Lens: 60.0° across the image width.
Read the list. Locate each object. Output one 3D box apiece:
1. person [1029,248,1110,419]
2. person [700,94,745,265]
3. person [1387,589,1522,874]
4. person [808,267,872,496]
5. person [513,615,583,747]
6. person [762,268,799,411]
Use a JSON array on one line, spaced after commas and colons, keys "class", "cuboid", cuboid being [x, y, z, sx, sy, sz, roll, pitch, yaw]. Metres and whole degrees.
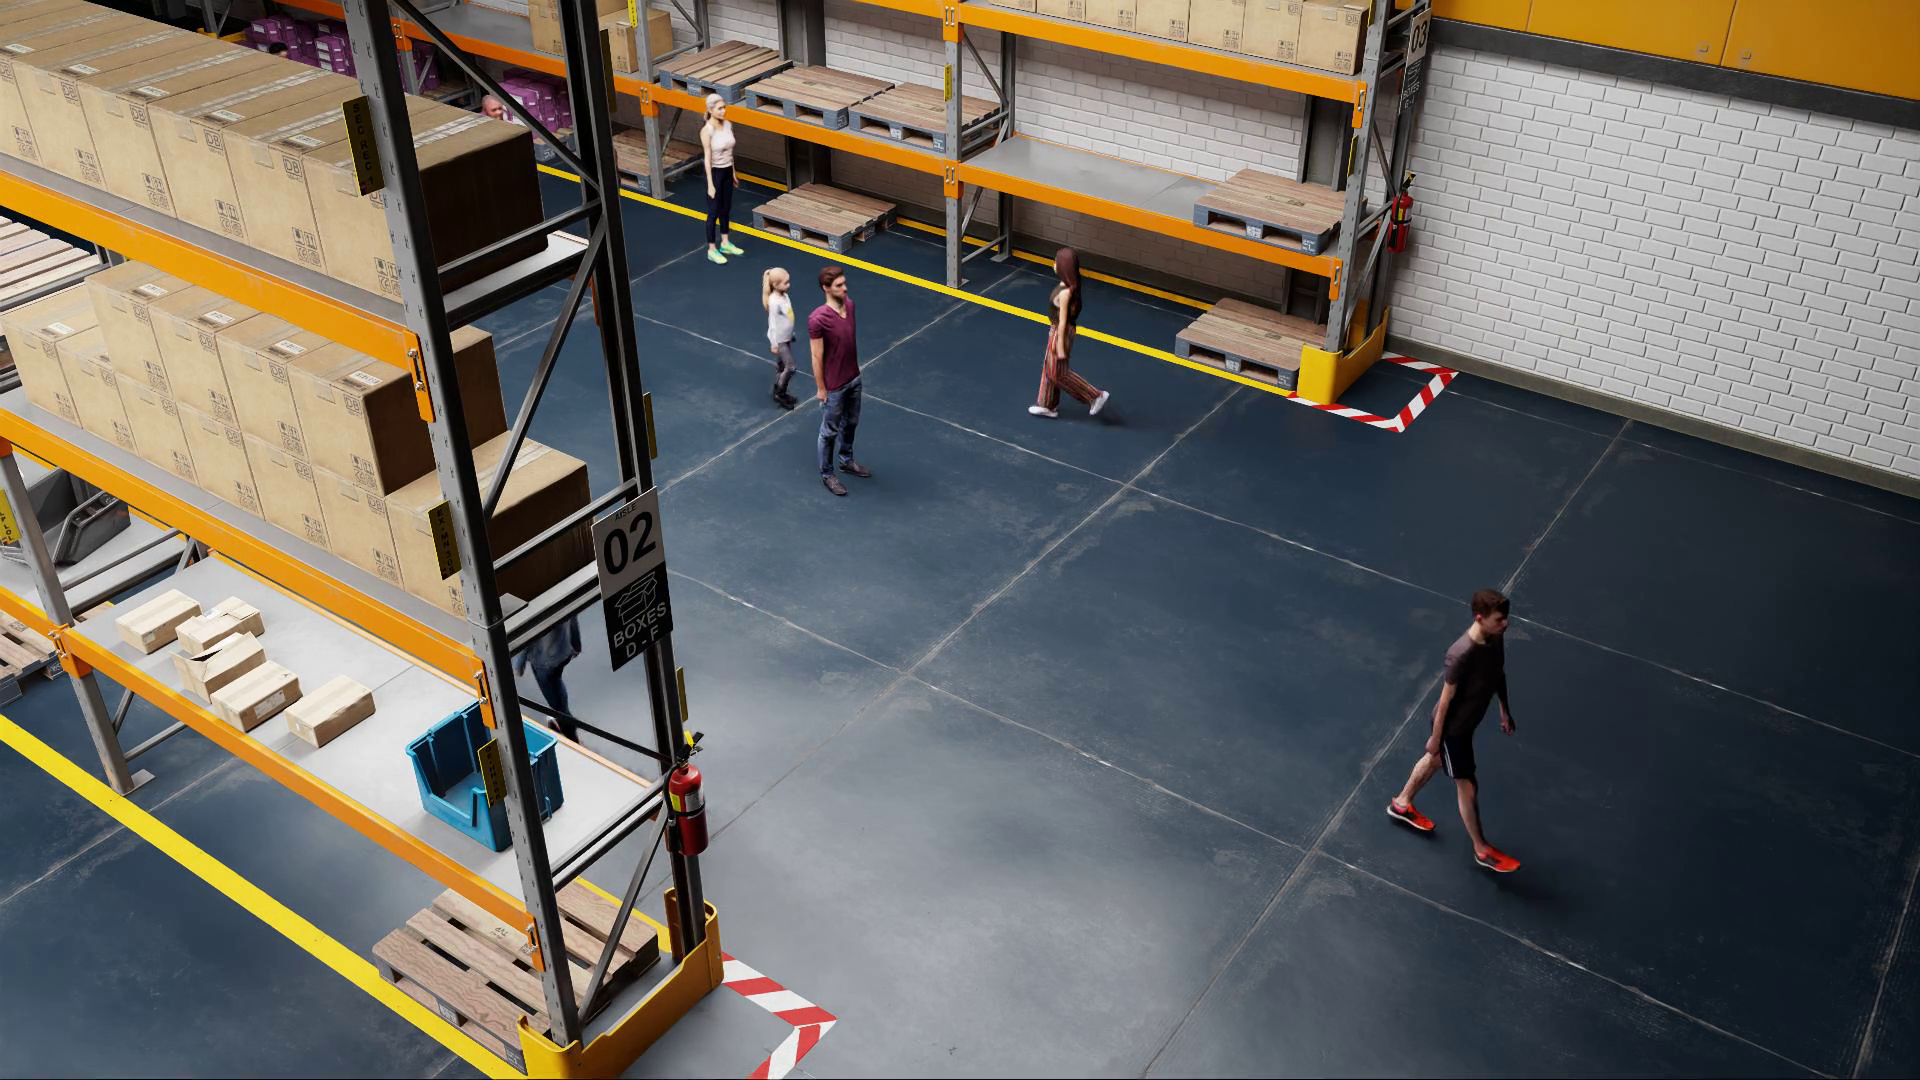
[{"class": "person", "cuboid": [0.927, -1.693, 13.874, 0.990, 1.547, 0.783, 6, 34, 9]}, {"class": "person", "cuboid": [-2.418, -3.642, 16.665, 0.543, 1.702, 0.615, 18, 38, 25]}, {"class": "person", "cuboid": [2.797, 1.010, 9.567, 1.128, 1.813, 0.751, 25, 41, 33]}, {"class": "person", "cuboid": [-0.956, -1.276, 12.965, 0.540, 1.859, 0.650, 20, 39, 28]}, {"class": "person", "cuboid": [-2.478, 0.744, 10.281, 0.642, 1.466, 0.589, 18, 37, 24]}, {"class": "person", "cuboid": [-1.589, -1.726, 14.174, 0.616, 1.269, 0.582, 6, 34, 9]}]
